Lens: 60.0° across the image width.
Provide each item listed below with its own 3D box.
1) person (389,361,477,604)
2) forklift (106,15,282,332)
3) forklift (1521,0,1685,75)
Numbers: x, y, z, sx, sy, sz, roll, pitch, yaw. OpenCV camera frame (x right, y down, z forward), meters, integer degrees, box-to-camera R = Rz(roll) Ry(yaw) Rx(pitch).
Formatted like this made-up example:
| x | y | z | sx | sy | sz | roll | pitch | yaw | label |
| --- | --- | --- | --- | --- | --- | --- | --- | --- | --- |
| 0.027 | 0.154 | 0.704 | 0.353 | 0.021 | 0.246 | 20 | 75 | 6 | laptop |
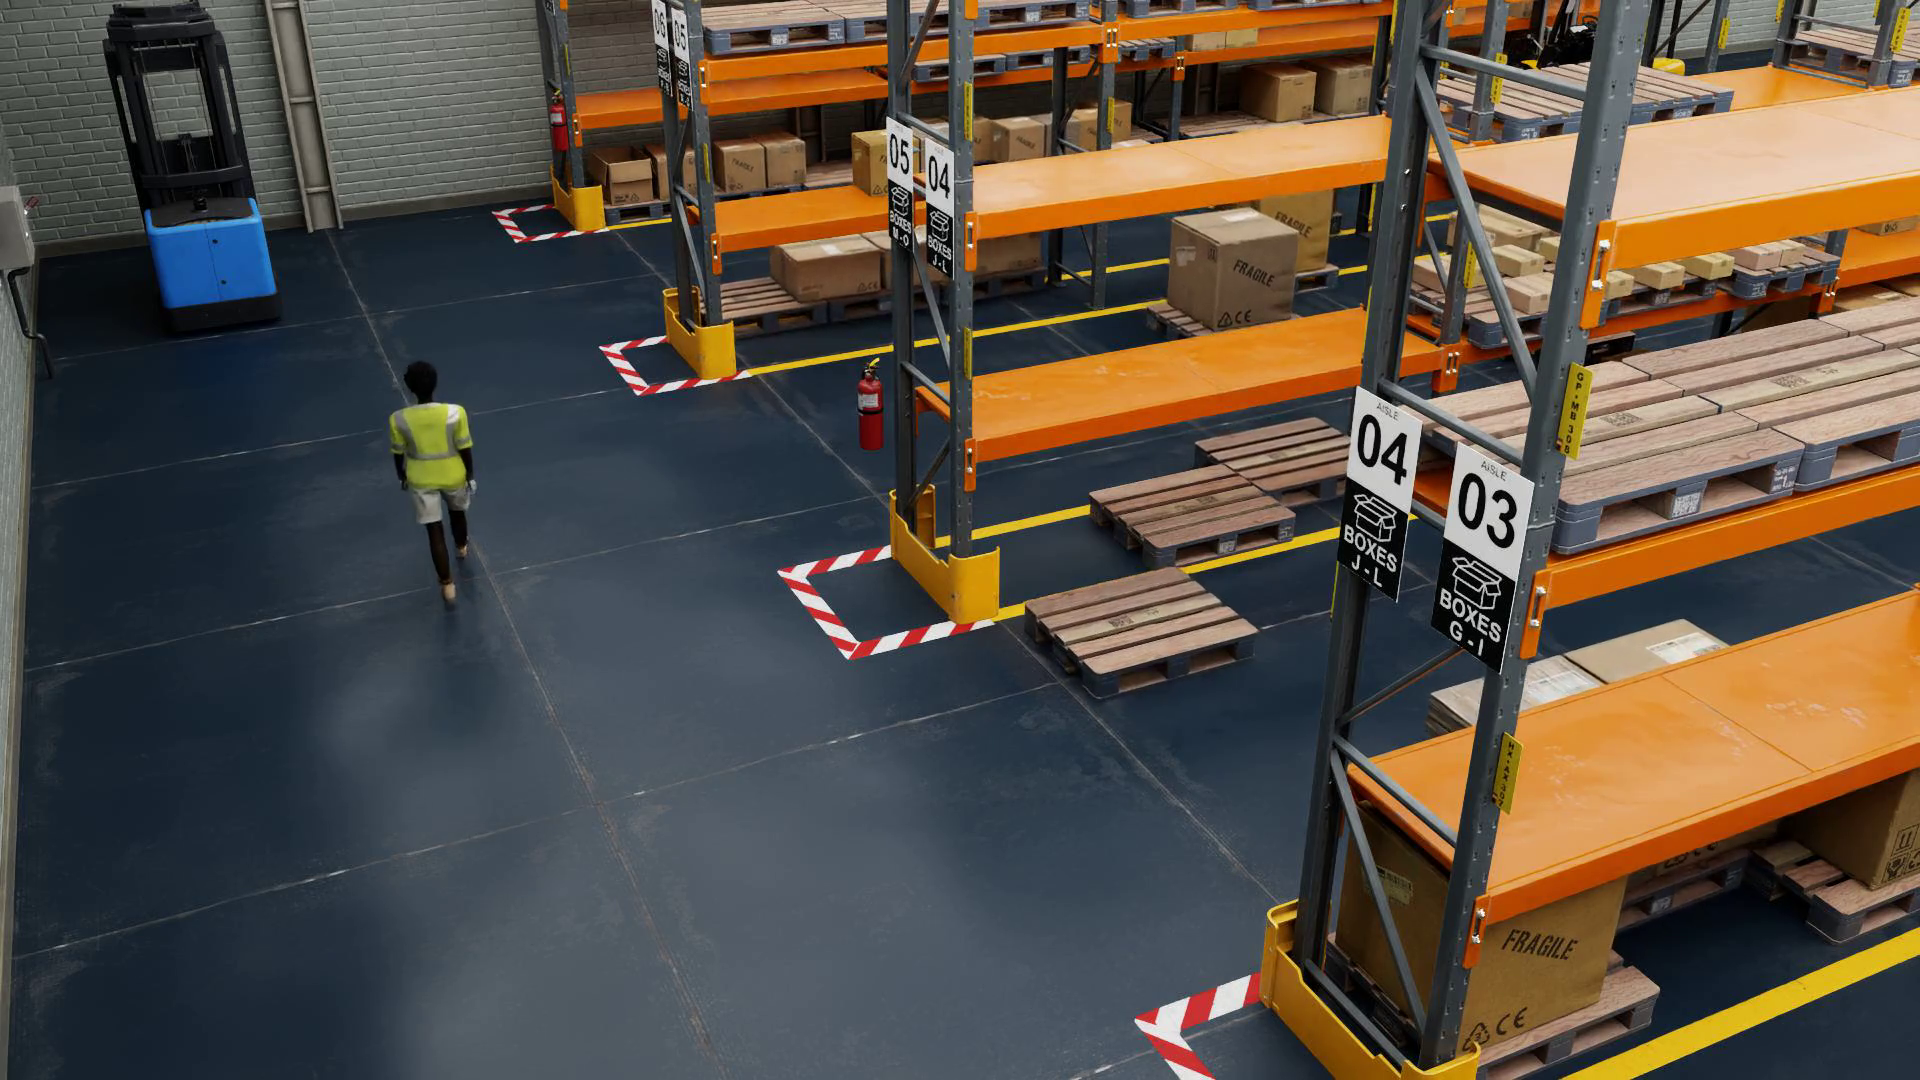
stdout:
| x | y | z | sx | sy | sz | roll | pitch | yaw | label |
| --- | --- | --- | --- | --- | --- | --- | --- | --- | --- |
| -3.607 | -0.450 | 11.448 | 0.542 | 1.643 | 0.912 | -8 | 29 | -15 | person |
| -7.548 | -3.672 | 16.323 | 1.129 | 2.768 | 1.873 | -12 | 30 | -22 | forklift |
| 8.950 | -6.807 | 23.056 | 1.214 | 2.155 | 2.313 | -12 | 30 | -22 | forklift |
